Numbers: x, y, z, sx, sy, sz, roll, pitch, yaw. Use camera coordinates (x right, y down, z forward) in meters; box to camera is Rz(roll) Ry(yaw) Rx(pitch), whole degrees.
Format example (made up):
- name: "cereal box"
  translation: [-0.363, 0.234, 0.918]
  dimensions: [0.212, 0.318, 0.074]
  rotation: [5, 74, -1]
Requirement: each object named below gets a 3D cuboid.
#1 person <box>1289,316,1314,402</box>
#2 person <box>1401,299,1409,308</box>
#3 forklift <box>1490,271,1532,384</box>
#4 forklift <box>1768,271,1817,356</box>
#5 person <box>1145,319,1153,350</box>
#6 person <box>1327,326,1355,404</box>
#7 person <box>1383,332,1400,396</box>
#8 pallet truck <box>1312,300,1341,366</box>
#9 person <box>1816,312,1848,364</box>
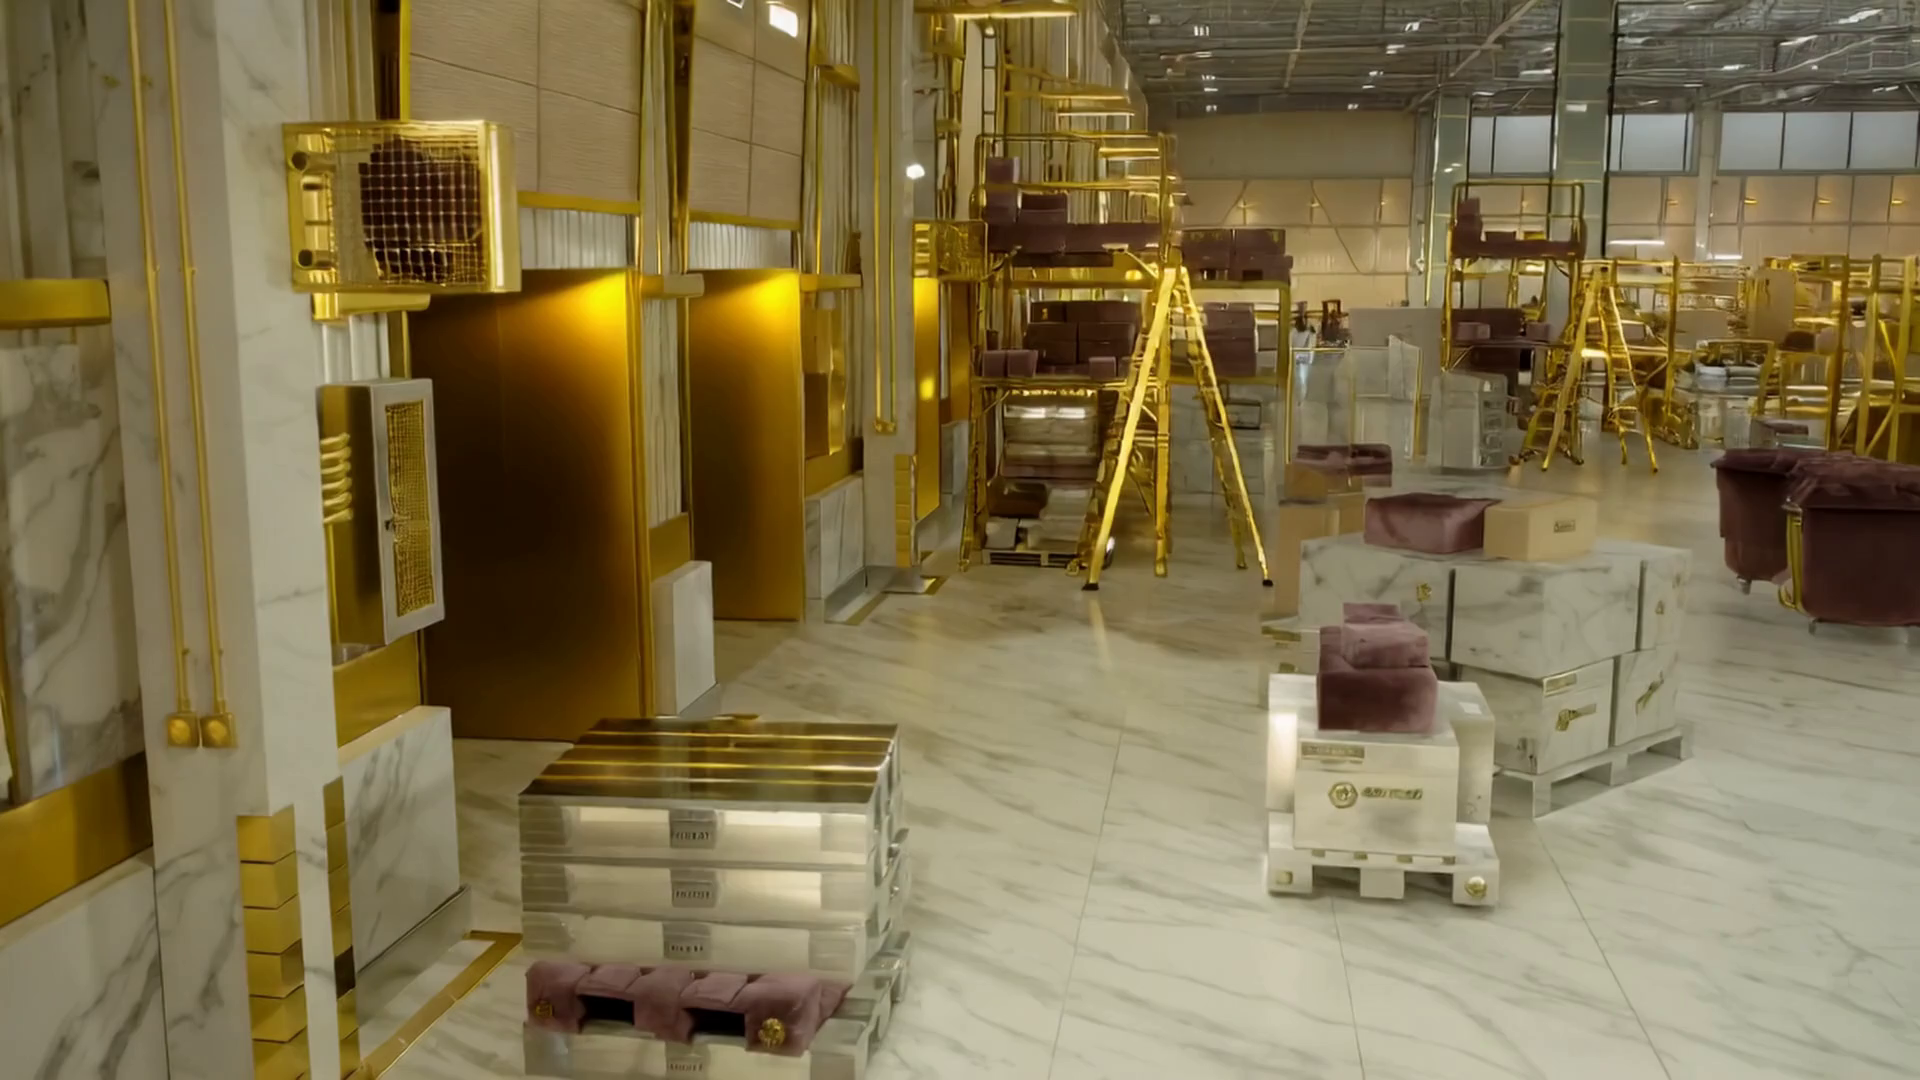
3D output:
- name: "person"
  translation: [7.150, -3.769, 35.080]
  dimensions: [0.572, 1.883, 0.353]
  rotation: [2, 10, 15]
- name: "person"
  translation: [14.299, -6.775, 53.462]
  dimensions: [0.627, 1.936, 0.370]
  rotation: [2, 9, 10]
- name: "forklift"
  translation: [13.422, -5.322, 41.591]
  dimensions: [1.873, 2.768, 1.129]
  rotation: [1, 9, 9]
- name: "forklift"
  translation: [23.668, -6.372, 48.063]
  dimensions: [1.873, 2.768, 1.129]
  rotation: [0, 9, 3]
- name: "person"
  translation: [5.114, -5.242, 45.033]
  dimensions: [0.527, 1.592, 0.849]
  rotation: [0, 9, 2]
- name: "person"
  translation: [7.255, -3.153, 31.538]
  dimensions: [0.522, 1.808, 0.945]
  rotation: [-4, 10, -23]
- name: "person"
  translation: [8.075, -2.982, 30.752]
  dimensions: [0.490, 1.718, 0.753]
  rotation: [-6, 11, -31]
- name: "pallet truck"
  translation: [11.159, -6.200, 49.718]
  dimensions: [0.823, 1.965, 1.885]
  rotation: [4, 10, 26]
- name: "person"
  translation: [19.171, -4.045, 36.642]
  dimensions: [0.653, 1.926, 0.432]
  rotation: [-1, 9, -9]
